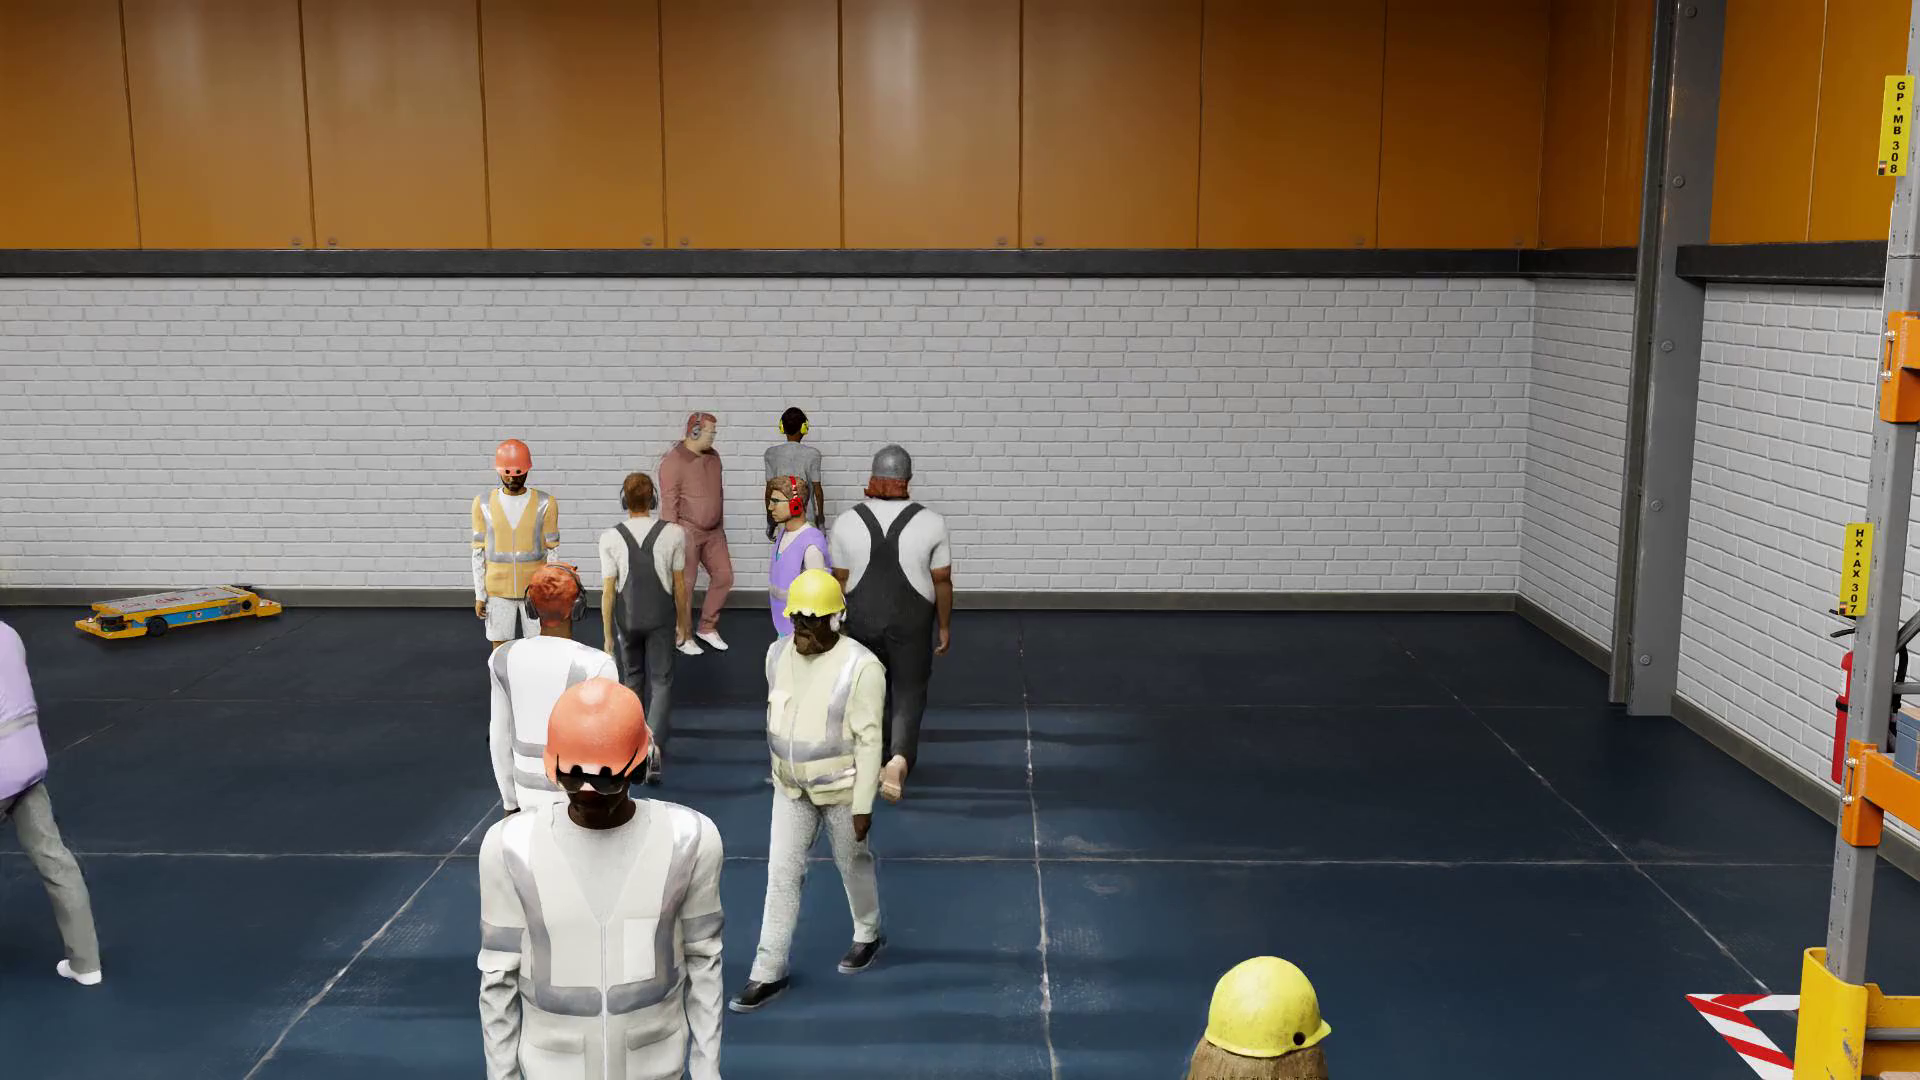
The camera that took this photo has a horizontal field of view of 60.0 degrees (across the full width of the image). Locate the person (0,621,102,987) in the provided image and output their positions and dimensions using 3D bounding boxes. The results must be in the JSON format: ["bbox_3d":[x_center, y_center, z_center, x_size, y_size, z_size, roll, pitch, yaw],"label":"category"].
[{"bbox_3d":[-4.001,0.968,6.830,0.835,1.864,0.615,0,9,2],"label":"person"}]

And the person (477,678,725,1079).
[{"bbox_3d":[-0.878,1.327,4.148,0.605,2.034,0.392,-2,10,-13],"label":"person"}]

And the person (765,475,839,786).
[{"bbox_3d":[-0.887,0.546,9.384,0.373,1.843,0.571,-4,10,-23],"label":"person"}]

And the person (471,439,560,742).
[{"bbox_3d":[-2.795,0.318,10.505,0.543,1.929,0.372,-2,10,-12],"label":"person"}]

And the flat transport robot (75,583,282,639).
[{"bbox_3d":[-6.514,0.580,13.888,0.652,0.197,1.431,8,13,41],"label":"flat transport robot"}]

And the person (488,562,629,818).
[{"bbox_3d":[-1.531,1.015,6.458,0.584,1.884,0.348,3,10,20],"label":"person"}]

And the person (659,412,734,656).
[{"bbox_3d":[-1.998,-0.038,12.765,0.544,1.878,0.696,7,12,35],"label":"person"}]

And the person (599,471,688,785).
[{"bbox_3d":[-1.850,0.503,9.760,0.499,1.822,0.816,-1,10,-5],"label":"person"}]

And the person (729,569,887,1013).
[{"bbox_3d":[-0.583,1.004,6.865,0.606,1.793,0.857,5,11,28],"label":"person"}]

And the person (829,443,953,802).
[{"bbox_3d":[-0.397,0.449,9.386,0.693,2.000,0.859,1,10,7],"label":"person"}]

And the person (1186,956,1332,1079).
[{"bbox_3d":[0.536,1.641,3.163,0.638,1.725,0.519,-5,11,-26],"label":"person"}]

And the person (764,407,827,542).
[{"bbox_3d":[-1.327,-0.146,13.480,0.512,1.865,0.329,2,10,11],"label":"person"}]
